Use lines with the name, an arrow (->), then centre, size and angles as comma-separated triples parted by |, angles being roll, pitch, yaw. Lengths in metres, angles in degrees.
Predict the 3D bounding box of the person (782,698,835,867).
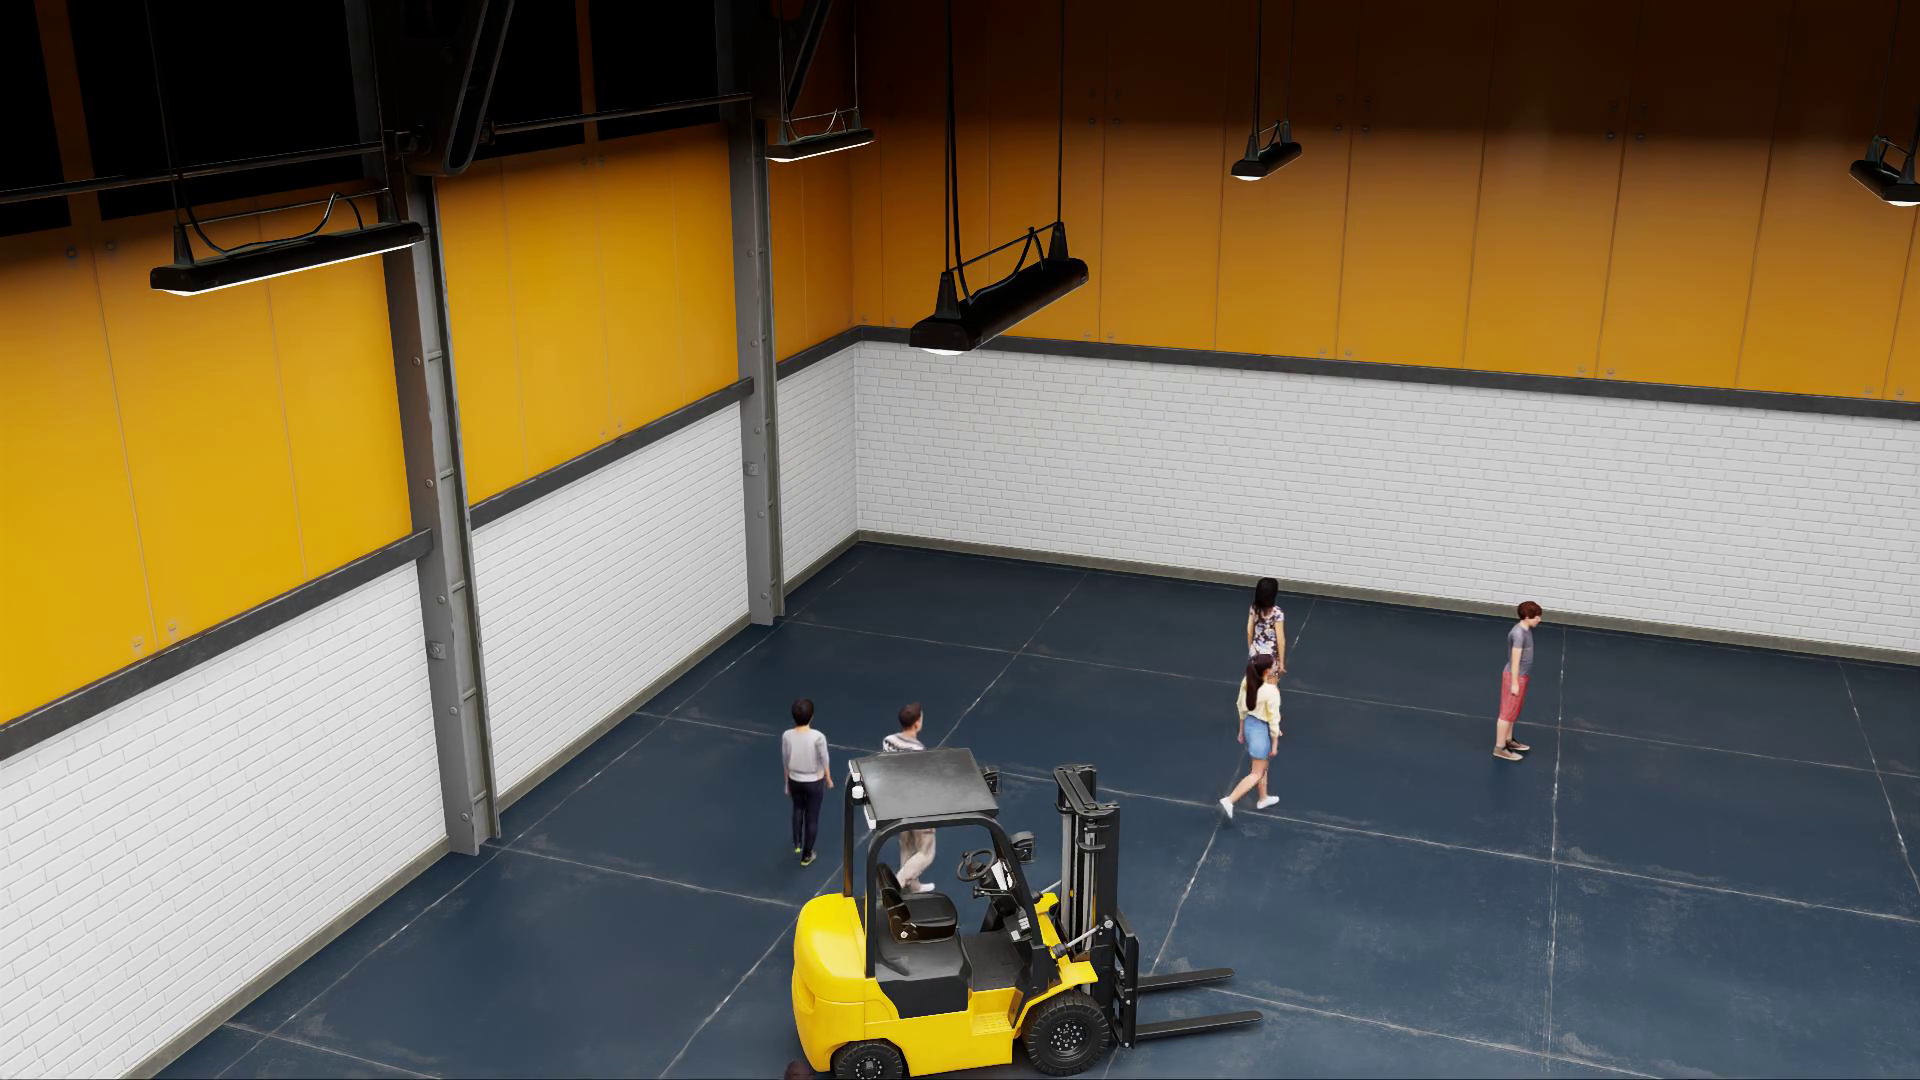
person -> -1.380, 2.153, 14.609 | 0.557, 1.539, 0.571 | 6, 19, 16

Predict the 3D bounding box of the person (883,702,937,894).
person -> -0.466, 2.254, 13.839 | 0.921, 1.839, 1.051 | 17, 25, 42

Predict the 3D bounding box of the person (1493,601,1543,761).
person -> 5.584, 1.382, 16.726 | 0.669, 1.649, 0.525 | 11, 21, 28

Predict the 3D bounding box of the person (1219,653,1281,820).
person -> 2.712, 1.842, 15.422 | 1.149, 1.610, 1.017 | -12, 22, -32

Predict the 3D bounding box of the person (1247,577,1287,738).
person -> 3.128, 1.207, 17.114 | 0.689, 1.733, 0.676 | -15, 24, -37
